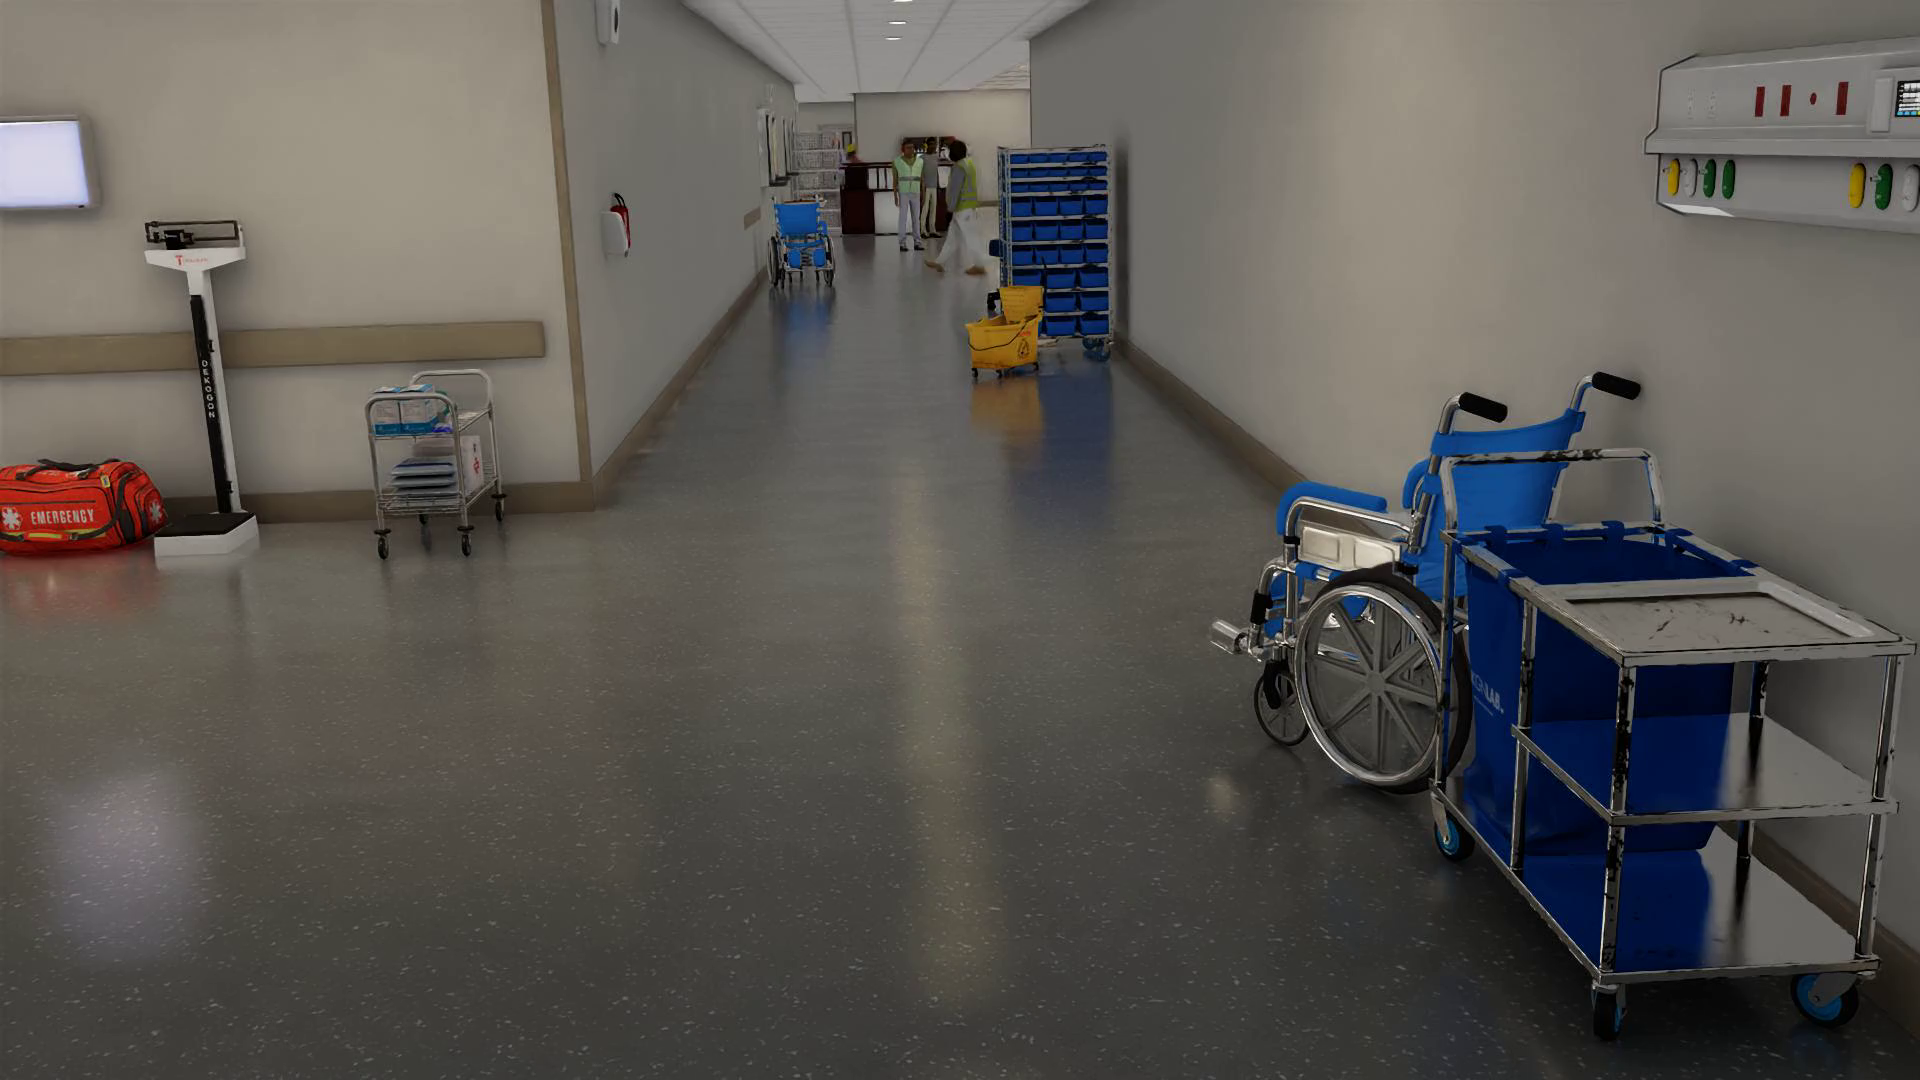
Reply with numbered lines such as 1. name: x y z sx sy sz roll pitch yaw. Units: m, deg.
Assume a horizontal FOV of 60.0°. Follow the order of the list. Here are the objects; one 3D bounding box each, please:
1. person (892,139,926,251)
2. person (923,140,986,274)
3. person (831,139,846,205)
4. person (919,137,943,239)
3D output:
1. person: -0.854 -5.741 27.714 0.562 1.838 0.388 -7 15 -22
2. person: -0.083 -4.516 22.659 0.927 1.794 0.654 1 14 12
3. person: -3.344 -10.326 46.751 0.349 1.897 0.740 3 14 18
4. person: -0.559 -6.531 30.871 0.329 1.864 0.503 12 19 44
